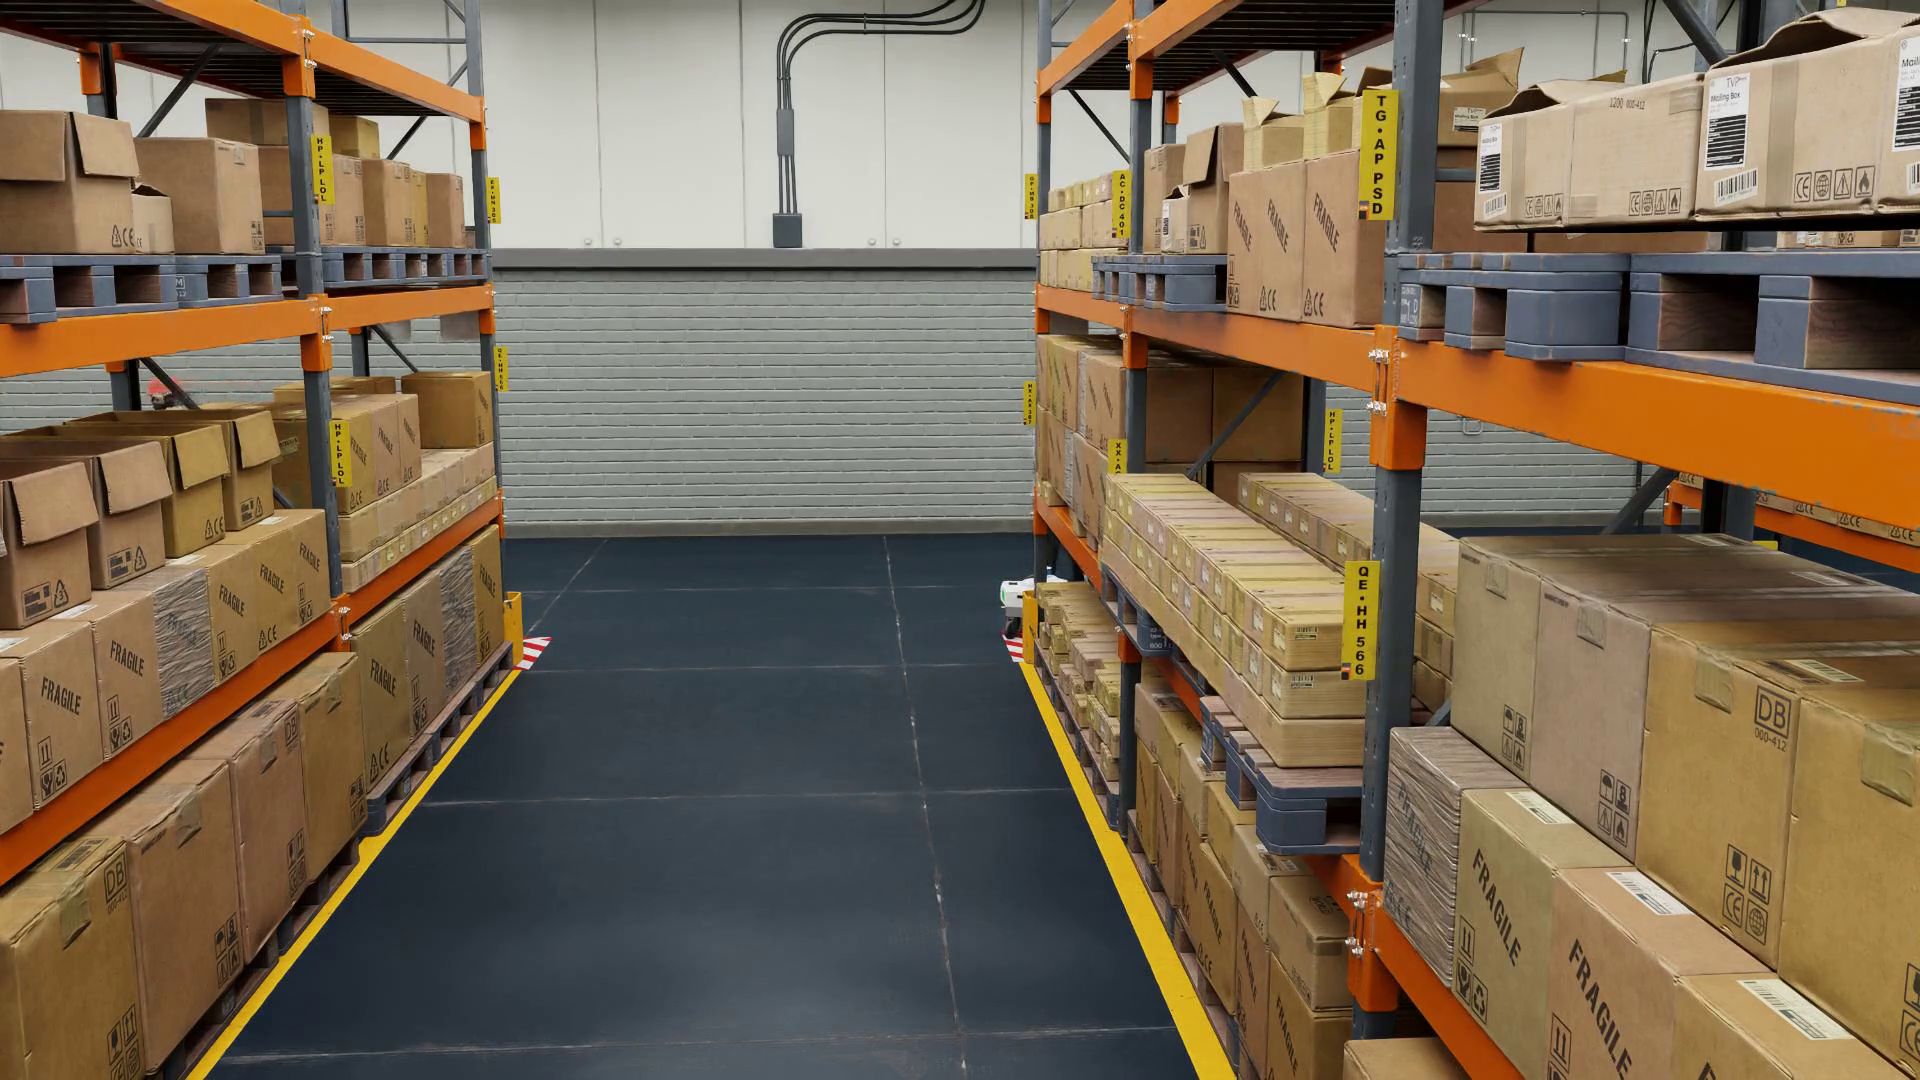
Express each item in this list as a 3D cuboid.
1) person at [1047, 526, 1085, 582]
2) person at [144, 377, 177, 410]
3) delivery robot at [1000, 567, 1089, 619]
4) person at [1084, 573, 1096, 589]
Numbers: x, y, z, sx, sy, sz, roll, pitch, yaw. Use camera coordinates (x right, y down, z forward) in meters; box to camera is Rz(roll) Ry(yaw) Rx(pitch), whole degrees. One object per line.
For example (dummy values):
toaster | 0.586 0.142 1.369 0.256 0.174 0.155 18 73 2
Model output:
person | 0.981 -0.357 14.628 0.606 1.857 0.877 8 12 38
person | -7.325 -0.521 15.264 0.918 1.952 0.656 0 10 3
delivery robot | 0.680 0.457 13.348 0.707 0.478 0.477 1 10 6
person | 1.481 -0.327 14.489 0.800 1.843 0.517 -3 10 -16
